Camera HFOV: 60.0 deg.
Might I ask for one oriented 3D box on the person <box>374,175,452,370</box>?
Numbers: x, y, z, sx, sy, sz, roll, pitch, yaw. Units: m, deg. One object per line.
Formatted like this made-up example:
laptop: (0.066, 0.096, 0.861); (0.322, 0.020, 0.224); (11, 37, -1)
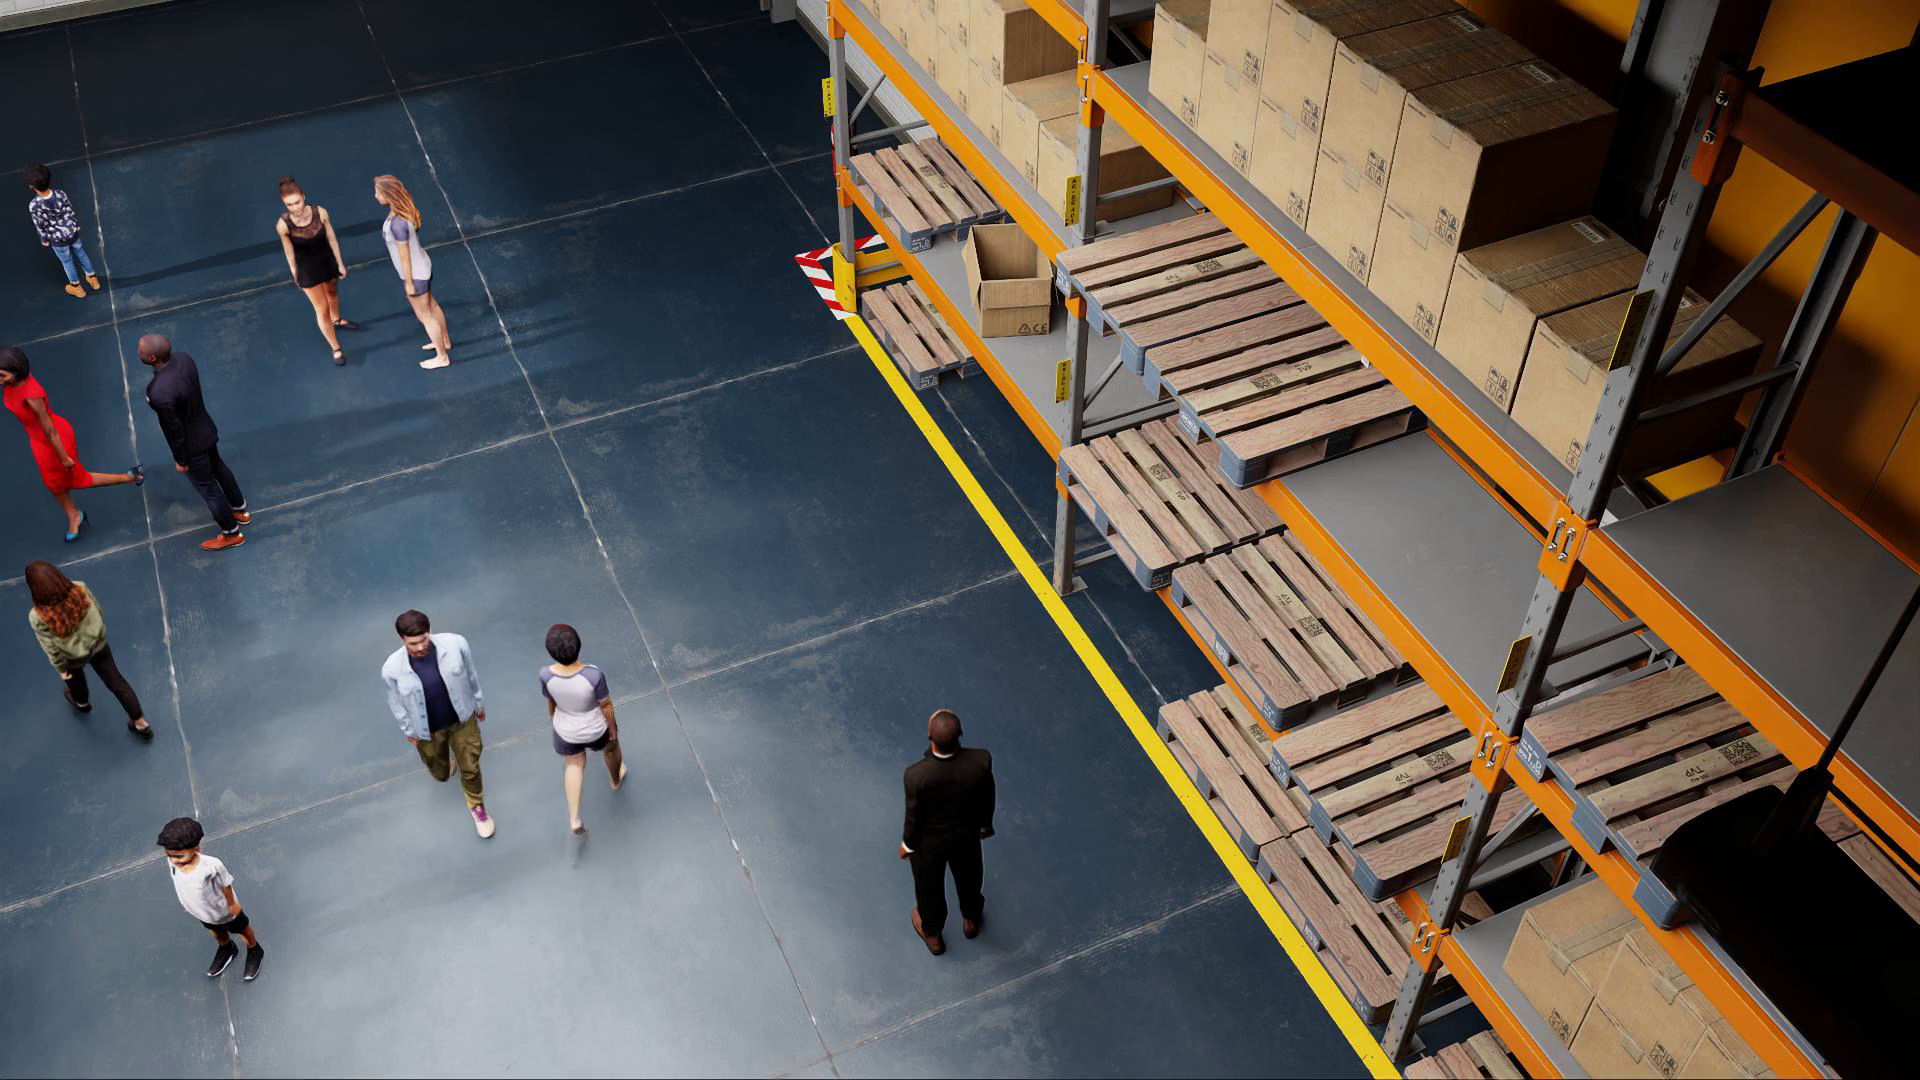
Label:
person: (-4.347, -2.153, 13.302); (0.710, 1.728, 0.567); (-6, 44, -7)

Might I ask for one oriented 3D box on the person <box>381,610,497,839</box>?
person: (-3.097, 1.021, 9.925); (0.704, 1.791, 0.946); (-20, 47, -20)

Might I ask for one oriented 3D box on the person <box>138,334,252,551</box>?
person: (-5.401, -0.711, 11.723); (0.831, 1.818, 0.675); (-3, 44, -3)

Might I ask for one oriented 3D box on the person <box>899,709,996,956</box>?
person: (-0.079, 1.612, 9.222); (0.725, 1.904, 0.617); (-14, 45, -14)

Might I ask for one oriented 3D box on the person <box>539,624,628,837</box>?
person: (-2.279, 1.149, 9.975); (0.820, 1.535, 1.016); (2, 44, 2)

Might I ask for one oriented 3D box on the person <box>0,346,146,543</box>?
person: (-6.344, -0.714, 11.798); (0.987, 1.719, 0.929); (33, 53, 30)

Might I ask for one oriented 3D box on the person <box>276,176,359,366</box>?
person: (-5.218, -2.251, 13.464); (0.684, 1.645, 0.892); (-30, 51, -28)

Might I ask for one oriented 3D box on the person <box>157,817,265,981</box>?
person: (-4.192, 1.988, 9.293); (0.578, 1.261, 0.619); (5, 44, 5)

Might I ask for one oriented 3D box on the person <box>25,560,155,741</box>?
person: (-5.483, 0.726, 10.492); (1.089, 1.435, 0.915); (26, 49, 25)

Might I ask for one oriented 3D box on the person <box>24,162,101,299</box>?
person: (-7.672, -2.649, 14.168); (0.612, 1.251, 0.579); (28, 50, 26)
